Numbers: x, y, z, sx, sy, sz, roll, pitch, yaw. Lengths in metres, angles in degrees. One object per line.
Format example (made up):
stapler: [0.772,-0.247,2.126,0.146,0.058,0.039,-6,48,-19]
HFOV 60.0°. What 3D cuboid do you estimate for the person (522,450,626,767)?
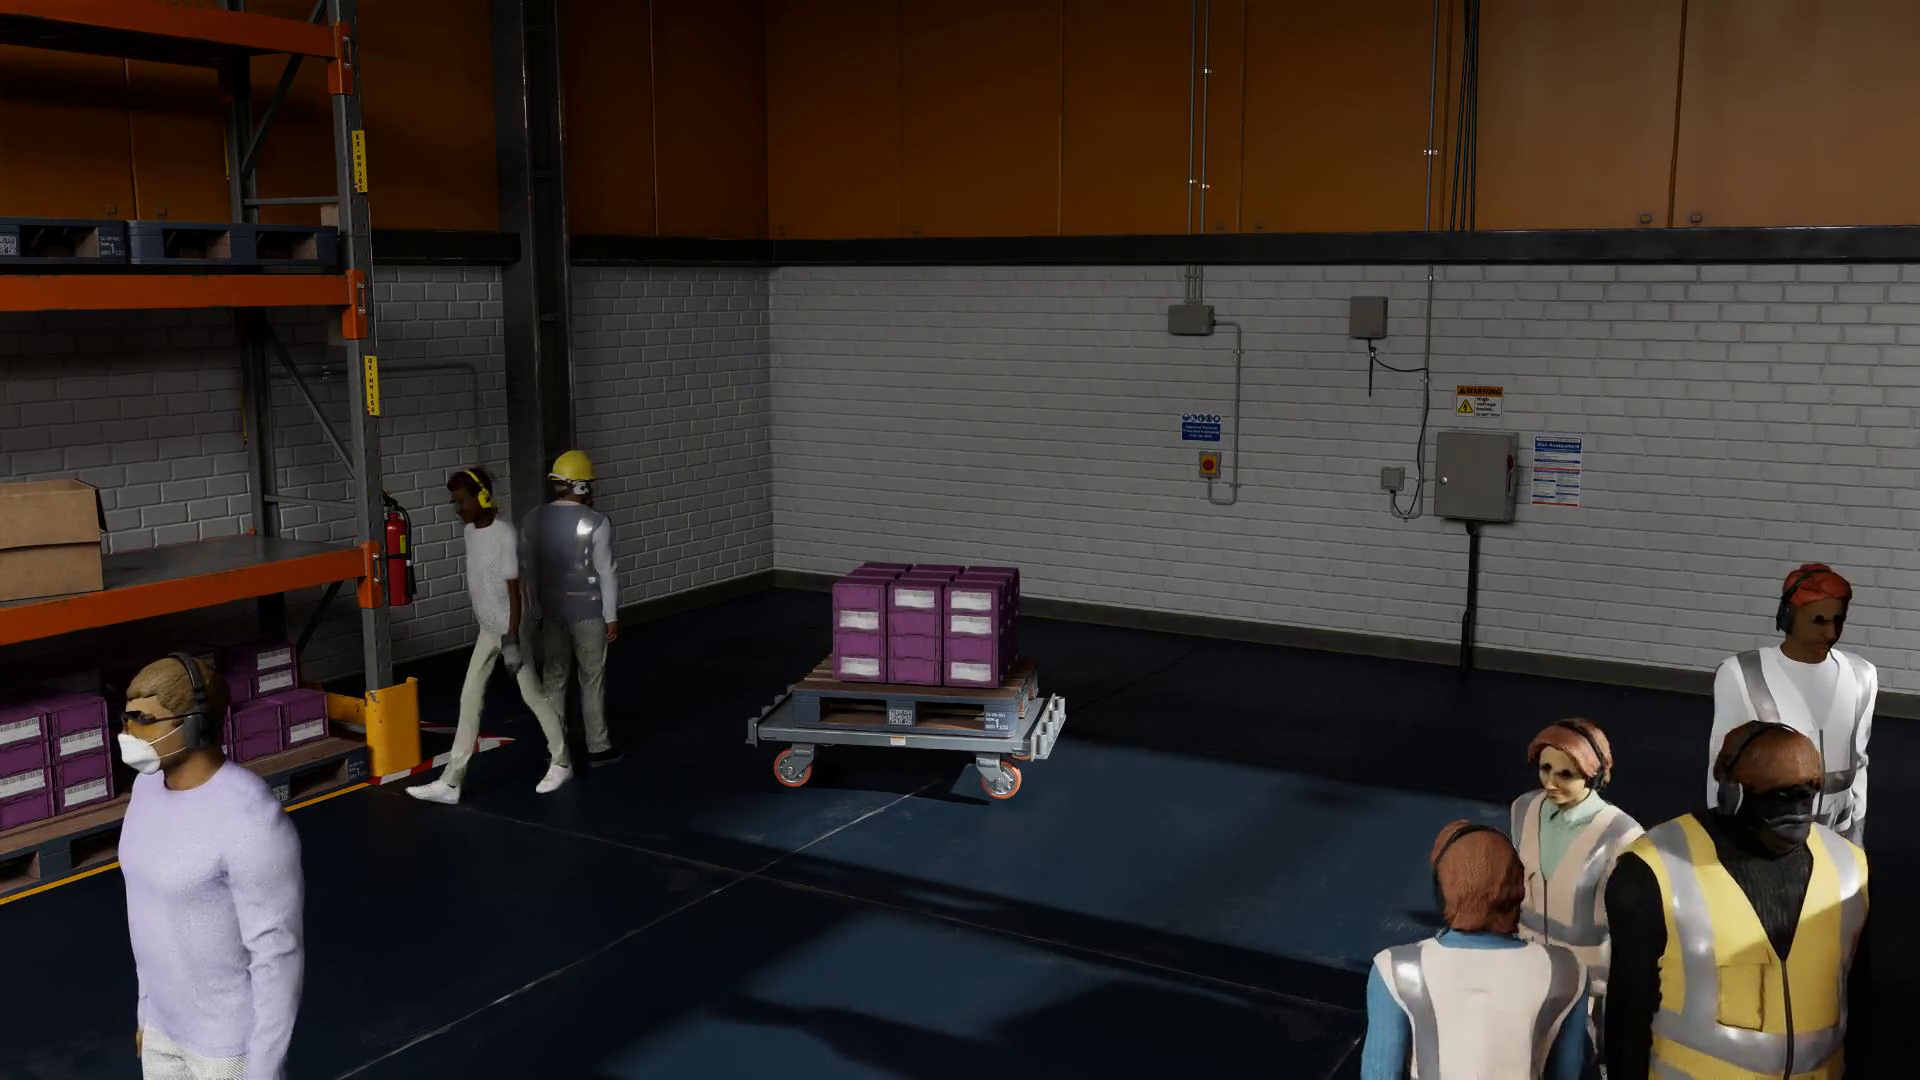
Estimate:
person: [-2.217,0.396,9.604,0.594,1.828,0.403,3,10,21]

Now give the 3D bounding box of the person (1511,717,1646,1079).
person: [1.849,1.274,4.847,0.847,1.599,0.520,-5,11,-30]

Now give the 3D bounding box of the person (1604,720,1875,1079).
person: [1.819,1.311,3.889,0.626,1.836,0.429,0,9,-2]

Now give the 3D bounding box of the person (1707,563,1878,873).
person: [2.794,1.008,5.608,0.573,1.887,0.356,-1,9,-8]

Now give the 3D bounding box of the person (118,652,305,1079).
person: [-1.846,1.223,4.108,0.627,1.941,0.372,7,11,37]

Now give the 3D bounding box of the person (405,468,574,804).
person: [-2.511,0.520,8.914,0.640,1.802,0.983,8,12,42]

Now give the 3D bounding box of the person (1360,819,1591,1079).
person: [1.170,1.425,3.885,0.508,1.597,0.844,1,9,9]
